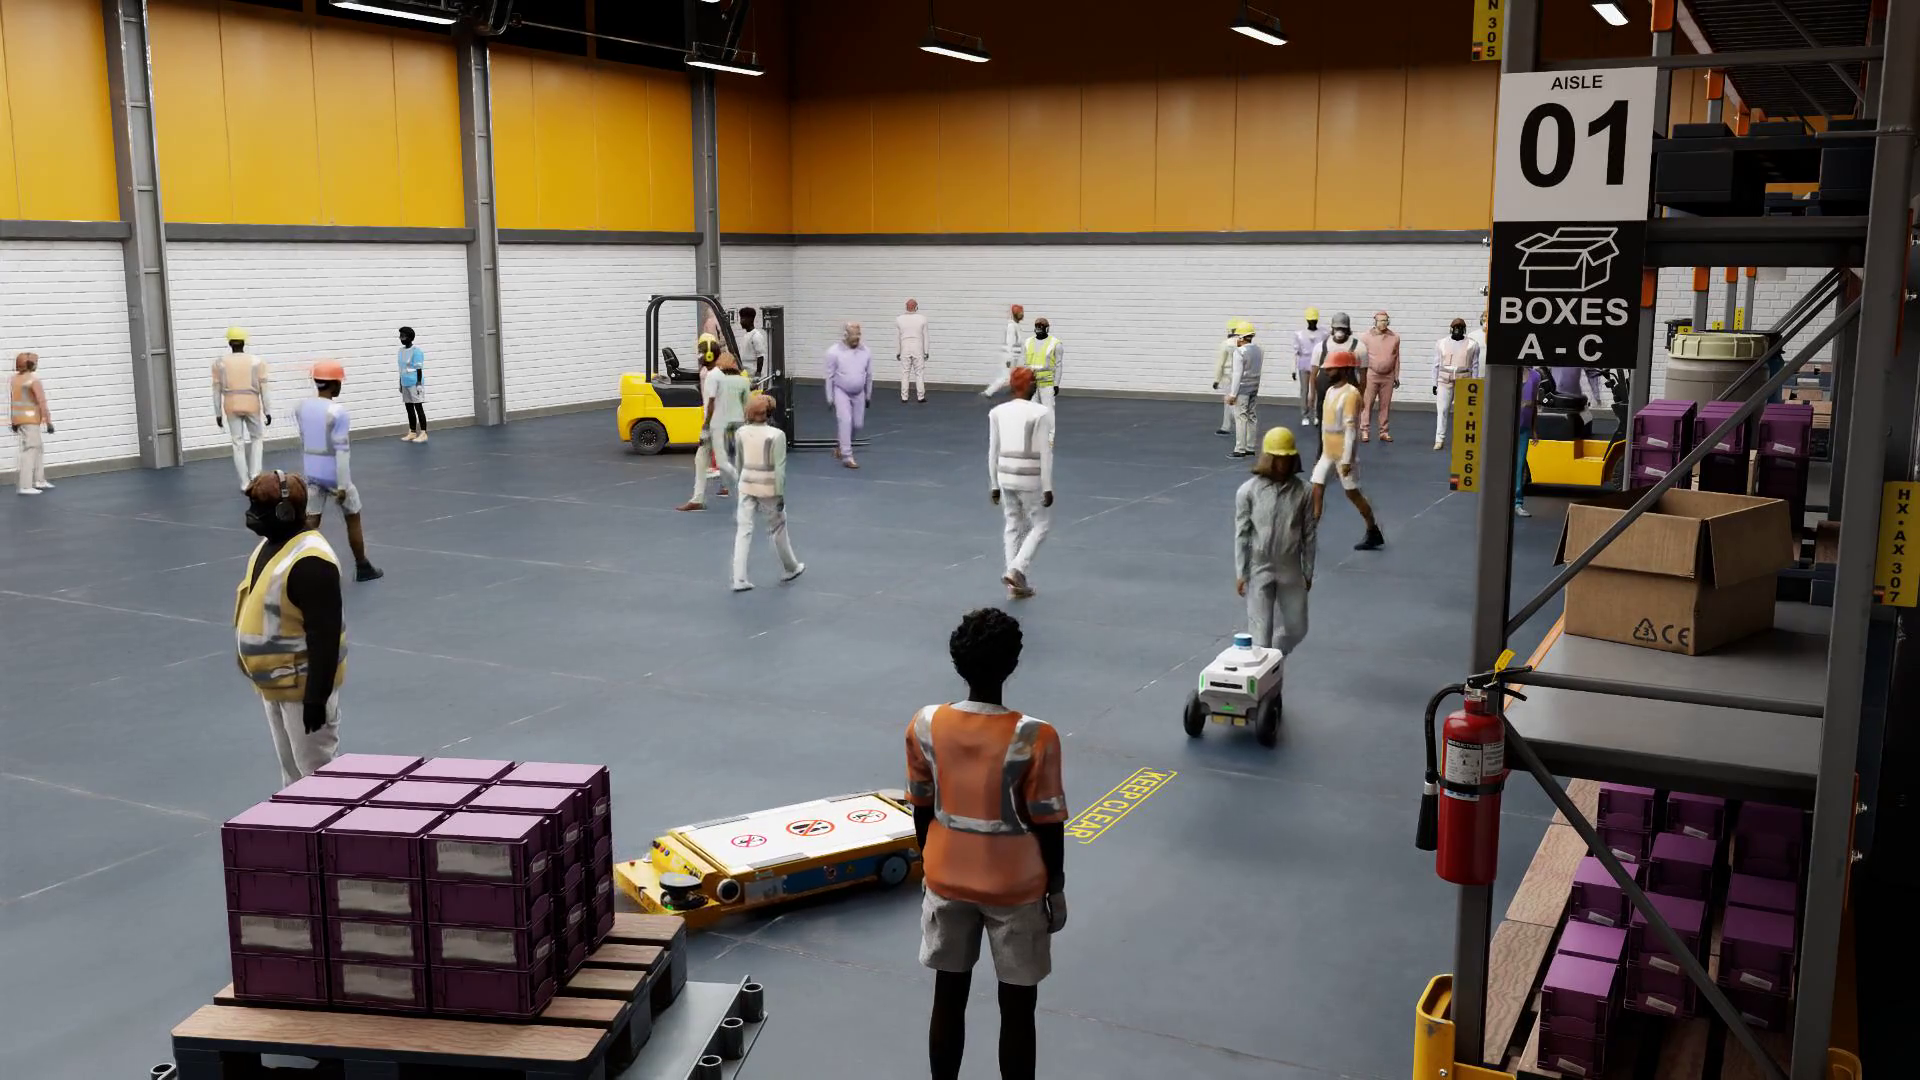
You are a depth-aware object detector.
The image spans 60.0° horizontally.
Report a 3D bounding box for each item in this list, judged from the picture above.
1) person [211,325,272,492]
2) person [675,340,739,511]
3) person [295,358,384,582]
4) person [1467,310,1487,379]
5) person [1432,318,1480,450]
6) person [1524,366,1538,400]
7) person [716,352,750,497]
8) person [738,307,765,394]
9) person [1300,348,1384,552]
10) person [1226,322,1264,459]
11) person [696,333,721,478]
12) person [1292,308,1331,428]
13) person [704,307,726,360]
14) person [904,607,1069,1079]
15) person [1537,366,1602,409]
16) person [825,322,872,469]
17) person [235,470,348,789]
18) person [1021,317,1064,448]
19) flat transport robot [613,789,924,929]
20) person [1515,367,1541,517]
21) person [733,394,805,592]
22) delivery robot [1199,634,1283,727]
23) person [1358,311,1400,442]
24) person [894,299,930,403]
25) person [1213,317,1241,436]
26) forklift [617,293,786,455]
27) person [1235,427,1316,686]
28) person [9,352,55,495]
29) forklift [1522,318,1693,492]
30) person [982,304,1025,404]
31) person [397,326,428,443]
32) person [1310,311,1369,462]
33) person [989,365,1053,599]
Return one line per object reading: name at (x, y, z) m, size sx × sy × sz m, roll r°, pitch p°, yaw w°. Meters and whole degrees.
person at (-8.287, -1.516, 19.203) m, size 0.611 × 1.912 × 0.500 m, roll -4°, pitch 10°, yaw -20°
person at (-2.553, -1.197, 17.619) m, size 0.897 × 1.839 × 0.534 m, roll -2°, pitch 10°, yaw -10°
person at (-5.193, -0.541, 13.625) m, size 0.557 × 1.904 × 0.931 m, roll 3°, pitch 10°, yaw 19°
person at (7.506, -2.313, 23.757) m, size 0.635 × 1.939 × 0.361 m, roll 4°, pitch 11°, yaw 22°
person at (6.890, -2.163, 23.169) m, size 0.627 × 1.847 × 0.429 m, roll 3°, pitch 10°, yaw 18°
person at (8.211, -2.256, 23.542) m, size 0.574 × 1.900 × 0.661 m, roll 4°, pitch 10°, yaw 21°
person at (-2.608, -1.303, 18.800) m, size 0.500 × 1.632 × 0.286 m, roll -4°, pitch 11°, yaw -23°
person at (-3.069, -2.448, 24.465) m, size 0.366 × 1.962 × 0.614 m, roll -5°, pitch 11°, yaw -26°
person at (3.502, -0.819, 15.259) m, size 0.970 × 1.896 × 0.556 m, roll -3°, pitch 10°, yaw -17°
person at (3.788, -1.992, 22.212) m, size 0.403 × 1.833 × 0.586 m, roll 9°, pitch 13°, yaw 42°
person at (-3.060, -1.648, 20.410) m, size 0.331 × 1.768 × 0.526 m, roll -3°, pitch 10°, yaw -19°
person at (5.537, -2.705, 26.214) m, size 0.601 × 1.871 × 0.985 m, roll 1°, pitch 10°, yaw 8°
person at (-4.275, -3.195, 29.118) m, size 0.423 × 1.865 × 0.730 m, roll 3°, pitch 10°, yaw 15°
person at (0.087, 1.040, 5.044) m, size 0.535 × 1.700 × 0.318 m, roll 5°, pitch 11°, yaw 27°
person at (7.520, -1.742, 20.613) m, size 0.726 × 1.903 × 0.370 m, roll -1°, pitch 10°, yaw -3°
person at (-1.447, -1.876, 21.409) m, size 0.657 × 1.879 × 0.679 m, roll -6°, pitch 11°, yaw -30°
person at (-2.838, 0.616, 7.088) m, size 0.430 × 1.844 × 0.624 m, roll -8°, pitch 13°, yaw -38°
person at (1.130, -2.204, 23.405) m, size 0.626 × 1.847 × 0.429 m, roll 5°, pitch 11°, yaw 26°
flat transport robot at (-0.723, 1.367, 7.280) m, size 1.431 × 0.197 × 0.652 m, roll -6°, pitch 12°, yaw -32°
person at (5.753, -1.155, 17.311) m, size 0.565 × 1.850 × 0.390 m, roll -2°, pitch 10°, yaw -14°
person at (-1.614, -0.399, 13.660) m, size 0.538 × 1.585 × 0.851 m, roll 5°, pitch 11°, yaw 27°
delivery robot at (1.623, 0.784, 9.564) m, size 0.477 × 0.478 × 0.707 m, roll 4°, pitch 11°, yaw 24°
person at (6.098, -2.371, 24.187) m, size 0.651 × 1.906 × 0.409 m, roll -1°, pitch 10°, yaw -8°
person at (-0.873, -3.470, 30.552) m, size 0.643 × 1.909 × 0.410 m, roll 1°, pitch 10°, yaw 6°
person at (4.085, -2.403, 24.685) m, size 0.595 × 1.803 × 0.805 m, roll -8°, pitch 13°, yaw -40°
forklift at (-3.588, -2.317, 23.042) m, size 2.313 × 2.155 × 1.214 m, roll -1°, pitch 10°, yaw -5°
person at (1.875, 0.176, 9.955) m, size 0.502 × 1.729 × 0.596 m, roll -1°, pitch 10°, yaw -4°
person at (-10.569, -1.334, 19.019) m, size 0.541 × 1.615 × 0.636 m, roll 6°, pitch 11°, yaw 30°
forklift at (7.066, -1.601, 18.899) m, size 2.313 × 2.155 × 1.214 m, roll 5°, pitch 11°, yaw 27°
person at (0.833, -3.251, 29.463) m, size 0.841 × 1.852 × 0.603 m, roll 3°, pitch 10°, yaw 16°
person at (-7.970, -2.257, 24.156) m, size 0.535 × 1.691 × 0.319 m, roll 8°, pitch 13°, yaw 38°
person at (4.656, -1.803, 20.515) m, size 0.688 × 2.000 × 0.535 m, roll 4°, pitch 11°, yaw 23°
person at (0.477, -0.444, 13.134) m, size 0.592 × 1.870 × 0.445 m, roll 7°, pitch 12°, yaw 36°
